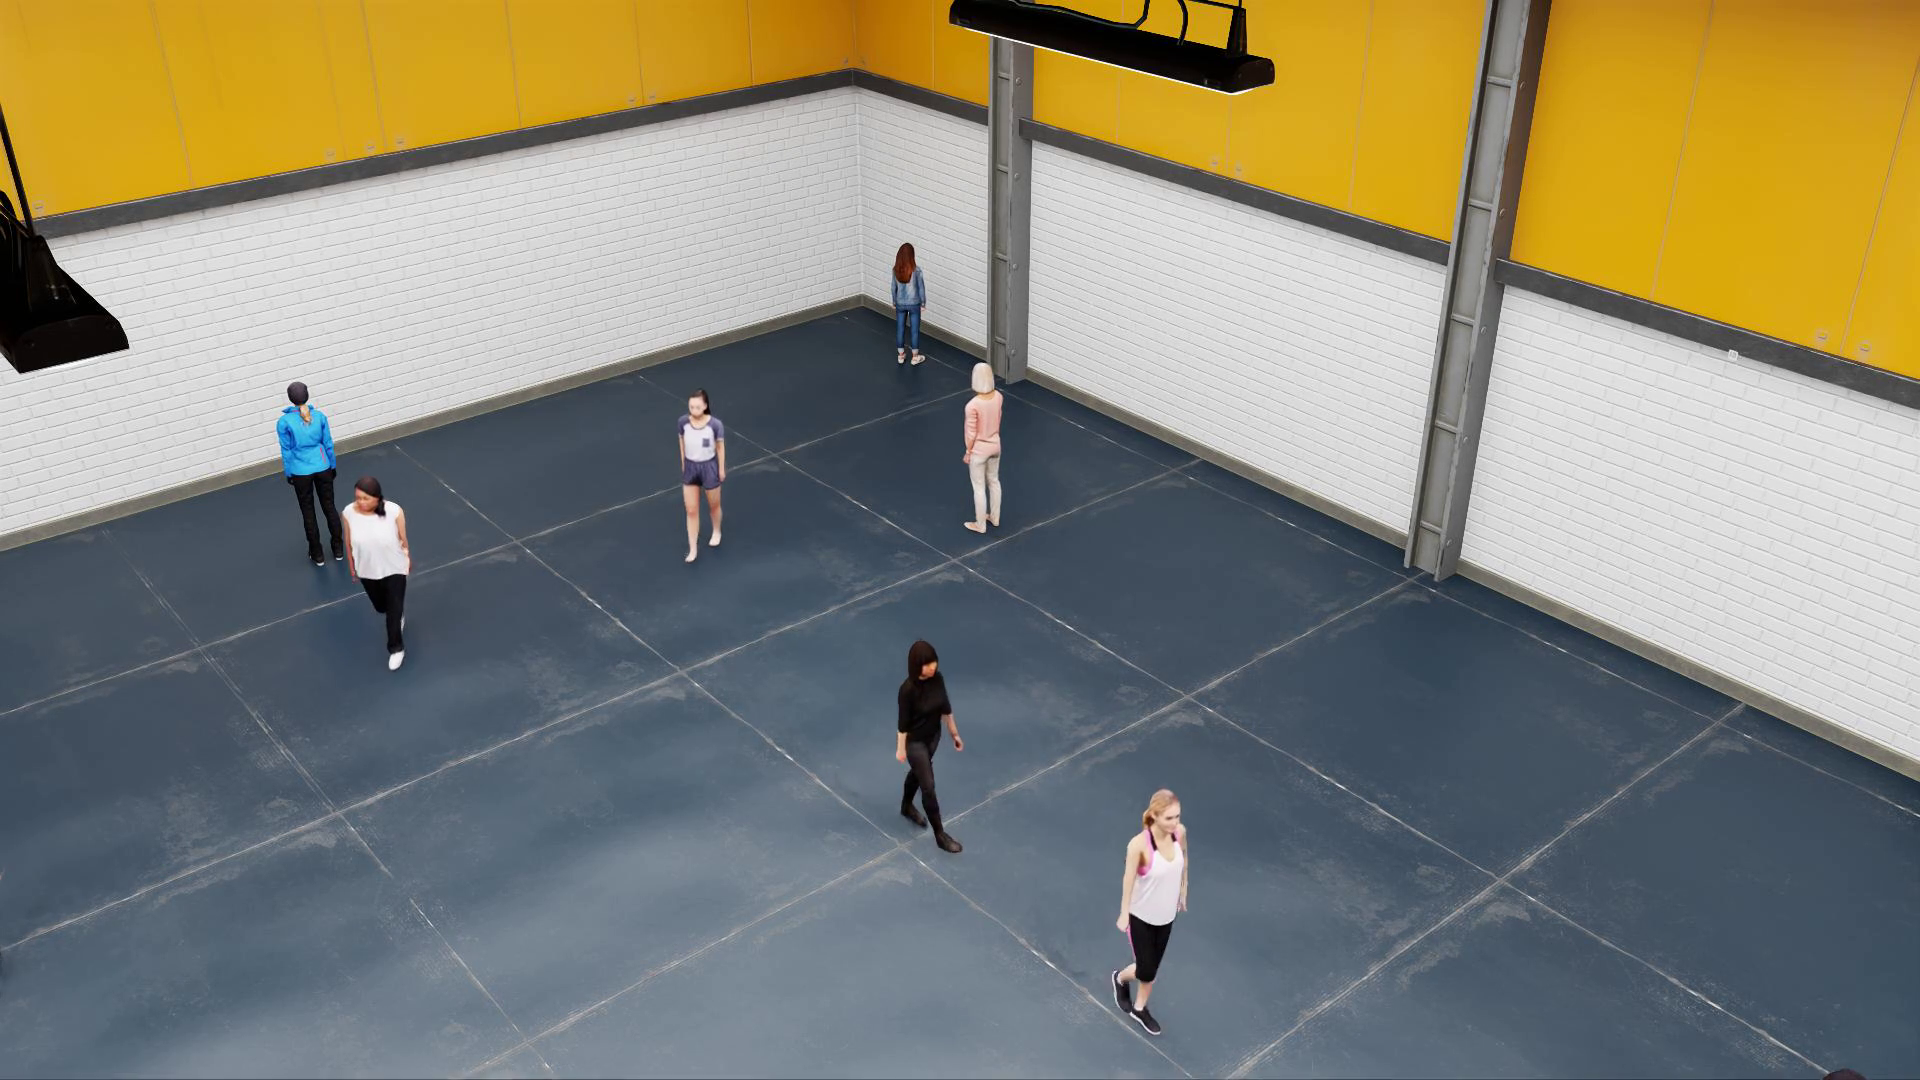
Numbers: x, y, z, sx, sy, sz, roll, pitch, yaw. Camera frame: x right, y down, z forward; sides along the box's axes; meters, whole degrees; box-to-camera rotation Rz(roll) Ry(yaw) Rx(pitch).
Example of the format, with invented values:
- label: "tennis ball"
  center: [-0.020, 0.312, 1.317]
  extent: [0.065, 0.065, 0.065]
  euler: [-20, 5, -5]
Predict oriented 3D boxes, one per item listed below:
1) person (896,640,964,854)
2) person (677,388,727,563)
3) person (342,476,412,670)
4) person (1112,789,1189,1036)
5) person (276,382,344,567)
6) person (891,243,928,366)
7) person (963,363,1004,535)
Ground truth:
- label: "person"
  center: [-0.330, 1.383, 11.840]
  extent: [0.978, 1.616, 0.676]
  euler: [22, 35, 34]
- label: "person"
  center: [-2.385, -0.653, 15.566]
  extent: [0.924, 1.623, 0.972]
  euler: [4, 29, 7]
- label: "person"
  center: [-4.837, 0.198, 13.967]
  extent: [1.030, 1.660, 1.142]
  euler: [0, 29, 0]
- label: "person"
  center: [1.108, 2.219, 10.137]
  extent: [0.671, 1.779, 0.695]
  euler: [-18, 33, -29]
- label: "person"
  center: [-5.971, -0.618, 15.323]
  extent: [0.641, 1.794, 0.568]
  euler: [-16, 32, -26]
- label: "person"
  center: [-0.616, -2.794, 19.644]
  extent: [0.602, 1.476, 0.706]
  euler: [9, 30, 16]
- label: "person"
  center: [0.230, -0.885, 15.886]
  extent: [0.607, 1.724, 0.522]
  euler: [-24, 36, -36]
